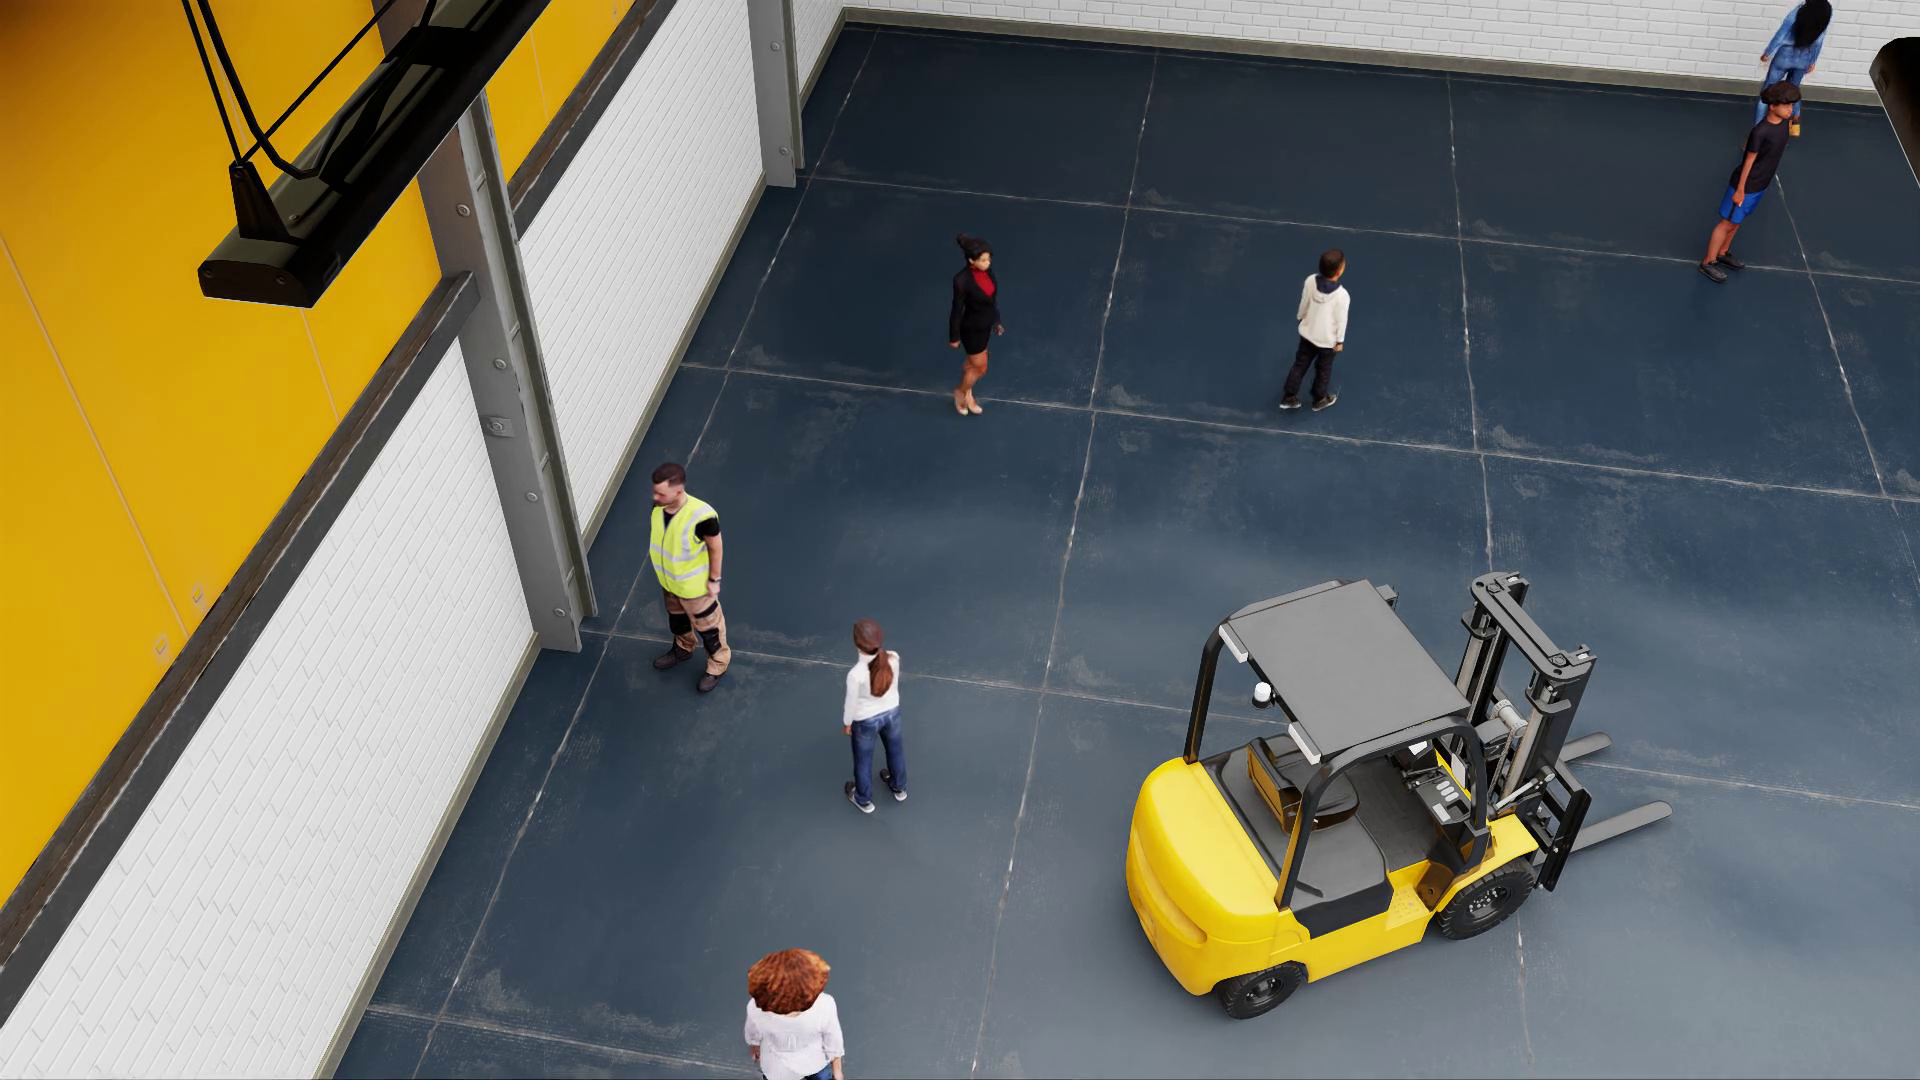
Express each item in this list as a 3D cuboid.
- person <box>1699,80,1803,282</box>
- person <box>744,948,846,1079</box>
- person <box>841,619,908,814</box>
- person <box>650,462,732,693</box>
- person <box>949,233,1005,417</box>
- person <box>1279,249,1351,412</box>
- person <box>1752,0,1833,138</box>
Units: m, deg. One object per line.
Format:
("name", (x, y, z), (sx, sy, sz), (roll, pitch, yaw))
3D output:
("person", (6.666, -3.044, 14.021), (0.690, 1.797, 0.768), (-31, 51, -28))
("person", (-0.811, 2.615, 8.161), (0.819, 1.686, 1.171), (-2, 44, -2))
("person", (-0.487, 1.047, 9.900), (0.636, 1.558, 0.692), (-23, 48, -23))
("person", (-1.746, 0.191, 10.590), (0.832, 1.845, 0.871), (28, 50, 26))
("person", (0.046, -1.619, 12.648), (0.714, 1.629, 0.629), (24, 49, 23))
("person", (2.722, -1.581, 12.725), (0.861, 1.466, 0.793), (-32, 52, -29))
("person", (7.750, -4.427, 15.552), (0.826, 1.687, 0.749), (6, 44, 6))
